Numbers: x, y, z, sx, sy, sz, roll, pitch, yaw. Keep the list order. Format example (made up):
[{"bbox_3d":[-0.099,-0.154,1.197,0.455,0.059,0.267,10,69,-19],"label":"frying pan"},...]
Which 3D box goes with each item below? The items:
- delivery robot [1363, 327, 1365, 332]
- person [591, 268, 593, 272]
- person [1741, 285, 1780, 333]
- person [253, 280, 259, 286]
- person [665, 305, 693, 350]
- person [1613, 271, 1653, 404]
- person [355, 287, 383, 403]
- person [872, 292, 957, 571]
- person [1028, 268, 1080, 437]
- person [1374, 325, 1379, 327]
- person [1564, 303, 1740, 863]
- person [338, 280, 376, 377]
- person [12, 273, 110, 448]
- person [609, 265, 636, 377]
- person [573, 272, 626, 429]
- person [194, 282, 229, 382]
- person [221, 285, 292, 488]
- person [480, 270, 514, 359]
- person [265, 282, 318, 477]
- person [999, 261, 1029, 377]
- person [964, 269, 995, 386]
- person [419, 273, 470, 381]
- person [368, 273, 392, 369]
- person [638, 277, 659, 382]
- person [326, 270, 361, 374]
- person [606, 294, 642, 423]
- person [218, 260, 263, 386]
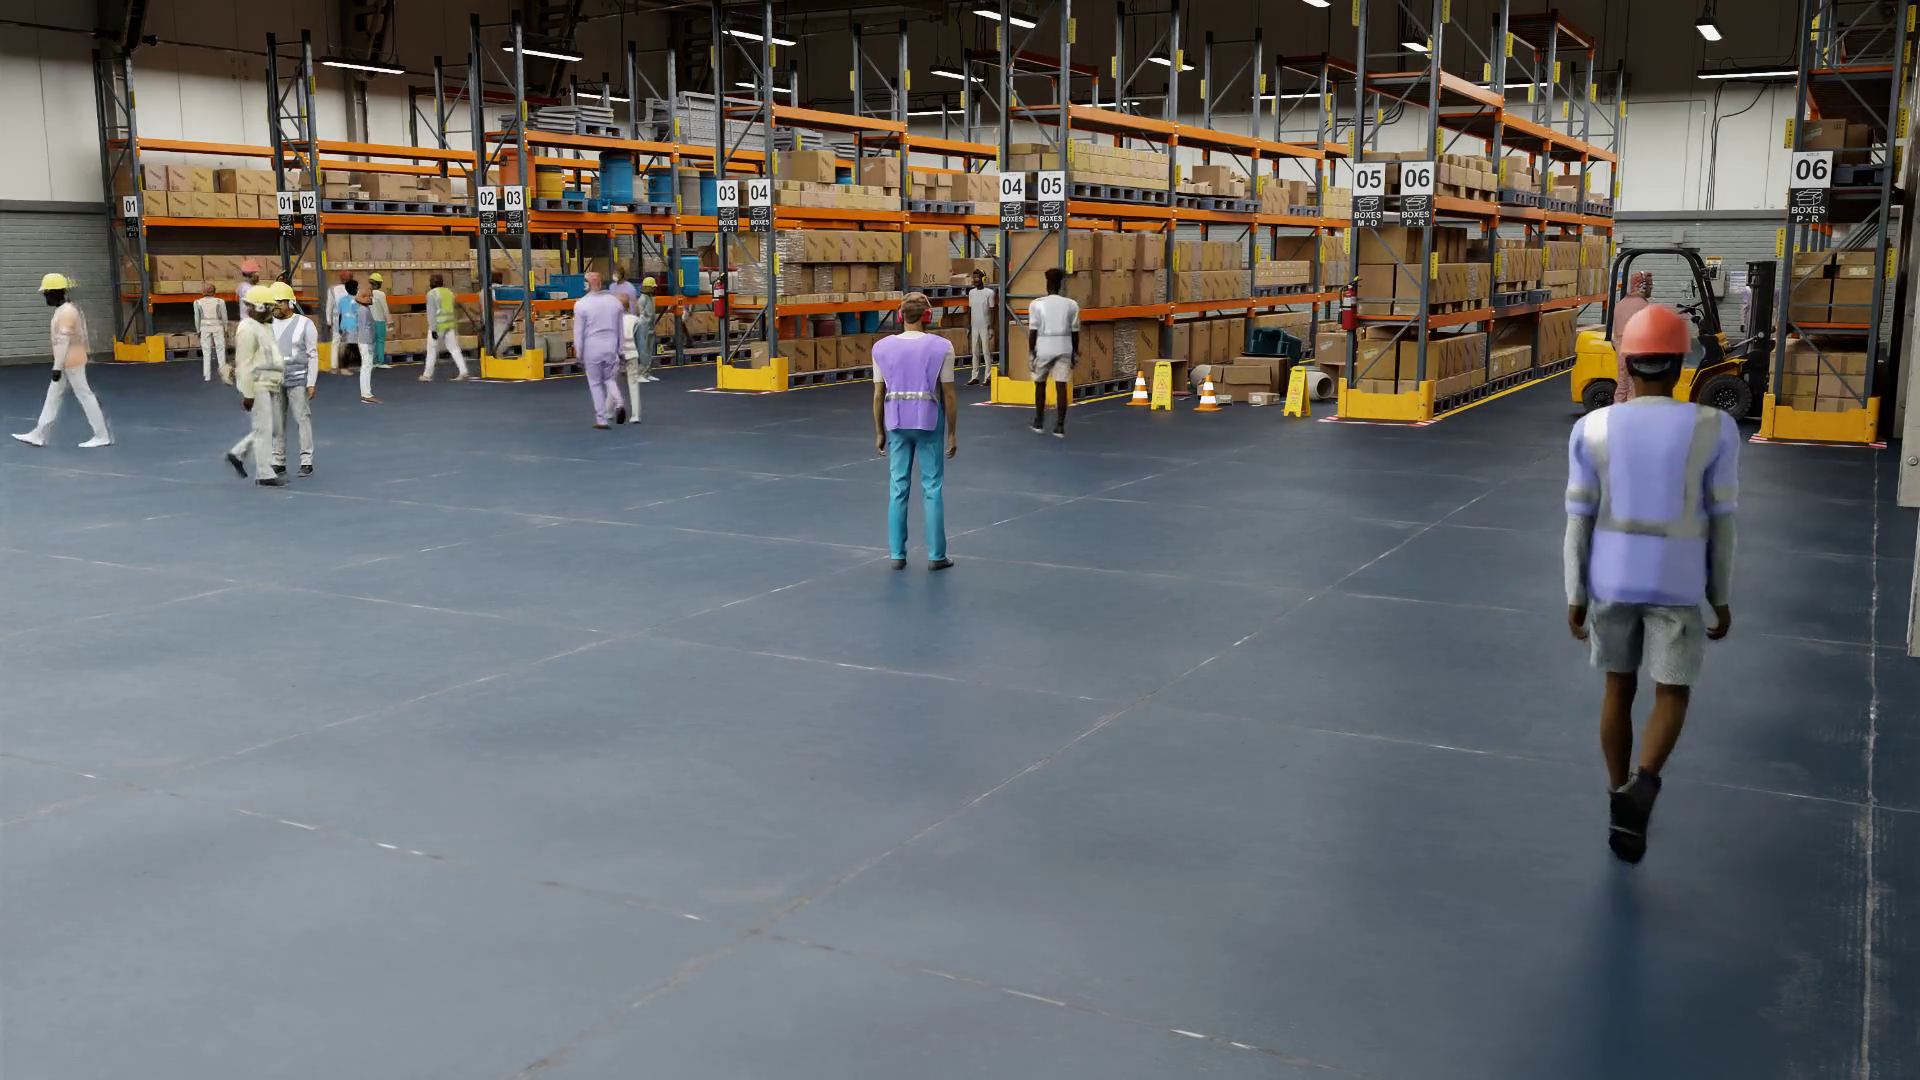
[{"bbox_3d":[9.064,-4.663,37.607,0.707,0.478,0.477,-4,10,-21],"label":"delivery robot"},{"bbox_3d":[-9.357,-6.187,42.930,0.355,1.882,0.576,-5,11,-27],"label":"person"},{"bbox_3d":[13.858,-3.794,28.827,0.585,1.915,0.402,5,11,26],"label":"person"},{"bbox_3d":[-12.051,-3.689,28.514,0.515,1.815,0.591,-3,10,-17],"label":"person"},{"bbox_3d":[-6.251,-5.203,37.188,0.544,1.890,1.046,5,11,28],"label":"person"},{"bbox_3d":[7.380,-1.964,18.133,0.409,1.907,0.649,-1,10,-7],"label":"person"},{"bbox_3d":[-8.412,-2.766,23.626,0.280,1.633,0.502,-5,11,-26],"label":"person"},{"bbox_3d":[-0.298,-0.705,10.962,0.564,1.838,0.390,2,10,11],"label":"person"},{"bbox_3d":[1.057,-2.180,19.319,0.627,1.926,0.906,-1,10,-8],"label":"person"},{"bbox_3d":[9.727,-5.506,39.020,0.859,1.855,0.579,-4,11,-24],"label":"person"},{"bbox_3d":[2.343,0.154,5.707,0.558,1.922,0.743,6,11,30],"label":"person"},{"bbox_3d":[-10.454,-3.664,28.793,0.540,1.646,0.893,7,12,34],"label":"person"},{"bbox_3d":[-9.682,-1.903,17.835,0.958,1.876,0.616,-6,12,-33],"label":"person"},{"bbox_3d":[-5.781,-3.762,28.606,0.646,1.928,0.564,9,13,42],"label":"person"},{"bbox_3d":[-4.314,-2.255,19.886,0.662,1.884,0.459,-9,13,-42],"label":"person"},{"bbox_3d":[-12.386,-3.438,27.545,0.513,1.639,0.307,-3,10,-17],"label":"person"},{"bbox_3d":[-6.333,-1.370,14.907,0.543,1.817,0.629,-2,10,-10],"label":"person"},{"bbox_3d":[-8.210,-3.868,29.502,0.640,1.830,0.605,5,11,26],"label":"person"},{"bbox_3d":[-6.343,-1.504,15.653,0.588,1.833,0.404,0,10,3],"label":"person"},{"bbox_3d":[0.928,-3.552,27.064,0.604,2.038,0.403,1,10,7],"label":"person"},{"bbox_3d":[0.324,-3.390,26.590,0.534,1.868,0.309,7,12,35],"label":"person"},{"bbox_3d":[-8.578,-3.529,27.641,0.956,1.800,0.642,5,11,25],"label":"person"},{"bbox_3d":[-10.703,-4.019,30.592,0.527,1.768,0.335,6,12,33],"label":"person"},{"bbox_3d":[-5.153,-3.476,27.503,0.359,1.735,0.495,3,10,15],"label":"person"},{"bbox_3d":[-10.900,-3.861,29.487,0.652,1.822,0.993,0,10,1],"label":"person"},{"bbox_3d":[-4.225,-2.263,20.780,0.545,1.586,0.866,-7,12,-34],"label":"person"},{"bbox_3d":[-11.175,-3.375,26.069,0.850,2.023,0.618,-3,10,-17],"label":"person"}]
